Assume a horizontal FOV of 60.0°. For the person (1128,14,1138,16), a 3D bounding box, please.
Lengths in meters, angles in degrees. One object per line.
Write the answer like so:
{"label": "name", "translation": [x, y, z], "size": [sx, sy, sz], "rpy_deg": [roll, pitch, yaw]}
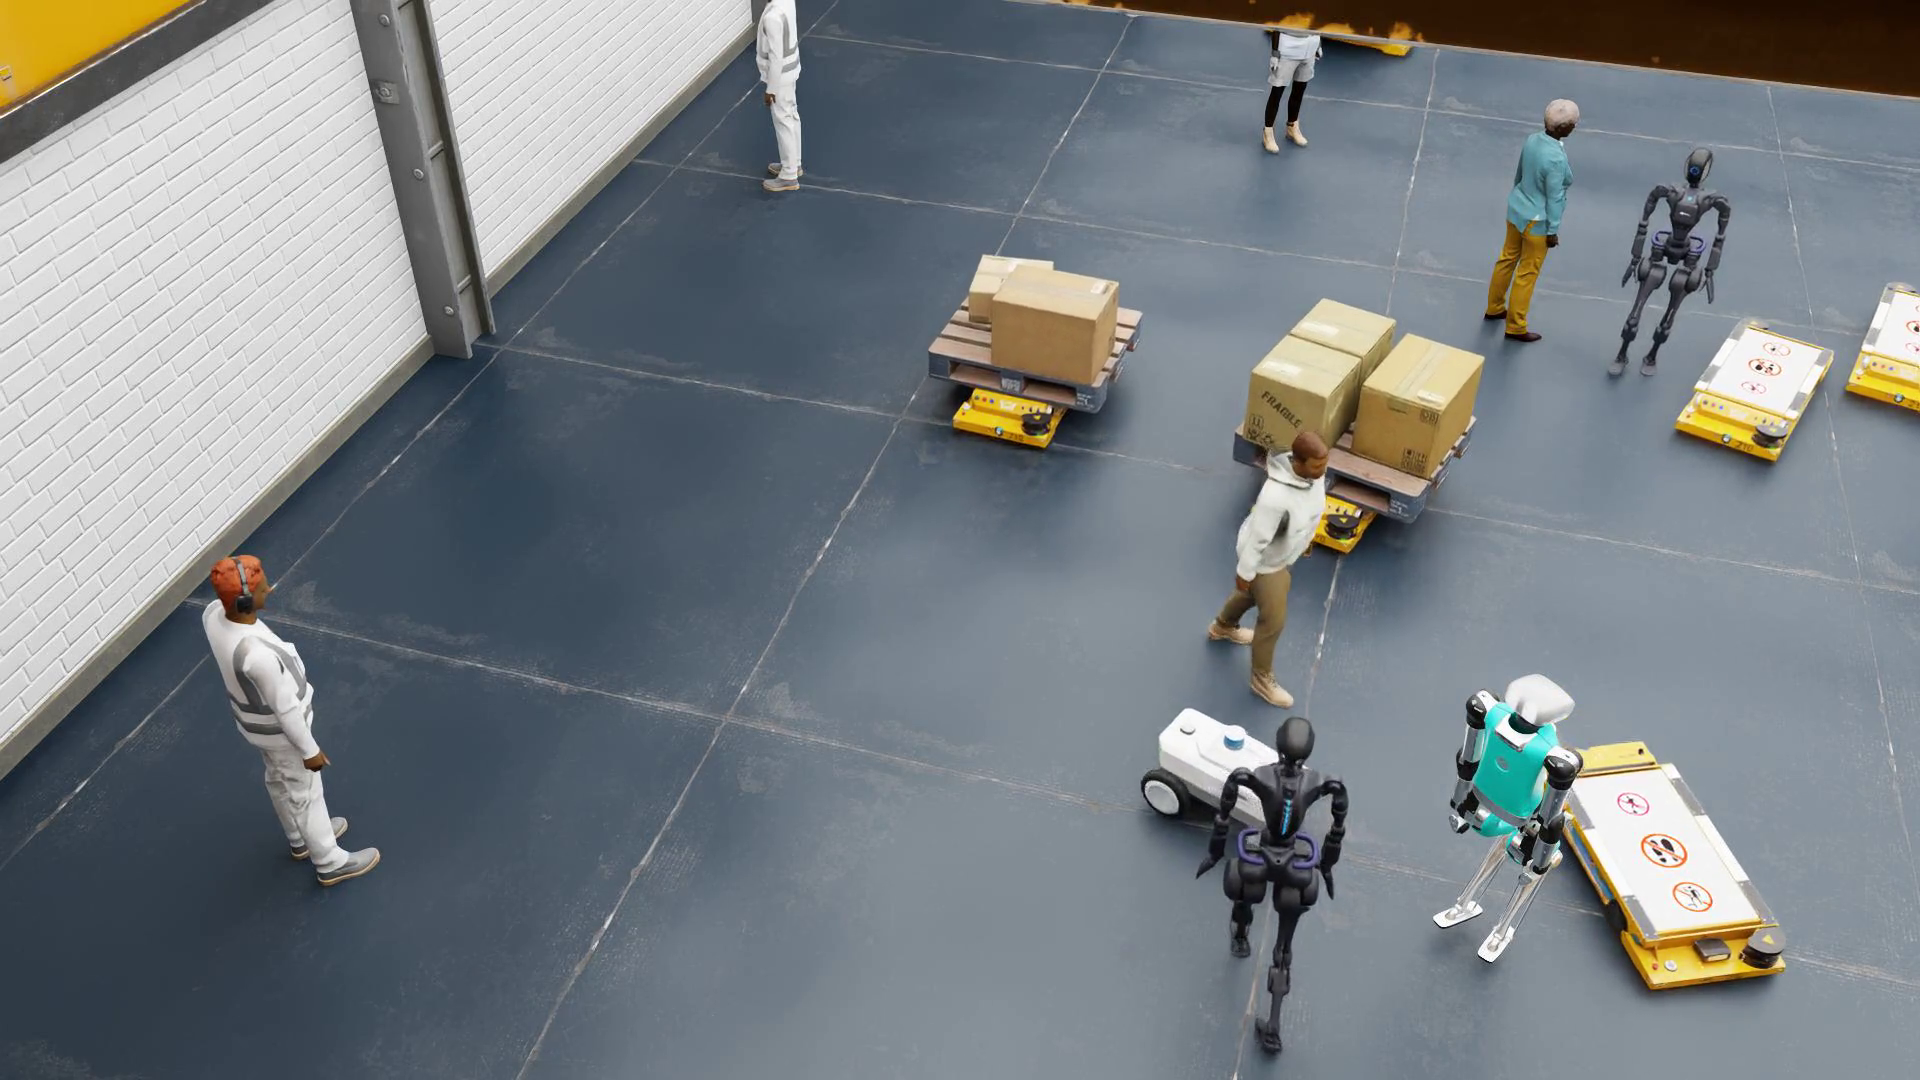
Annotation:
{"label": "person", "translation": [1.988, -6.084, 16.444], "size": [0.851, 1.684, 0.505], "rpy_deg": [-25, 45, -28]}

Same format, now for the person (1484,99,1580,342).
{"label": "person", "translation": [4.007, -2.227, 11.591], "size": [0.343, 1.752, 0.525], "rpy_deg": [-8, 40, -10]}

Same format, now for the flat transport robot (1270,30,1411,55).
{"label": "flat transport robot", "translation": [3.760, -5.075, 16.317], "size": [1.431, 0.231, 0.659], "rpy_deg": [18, 42, 21]}

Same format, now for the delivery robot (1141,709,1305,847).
{"label": "delivery robot", "translation": [1.342, 1.166, 8.315], "size": [0.774, 0.581, 0.499], "rpy_deg": [26, 46, 29]}

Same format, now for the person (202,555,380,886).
{"label": "person", "translation": [-3.127, 0.840, 7.669], "size": [0.354, 1.887, 0.572], "rpy_deg": [-31, 48, -33]}

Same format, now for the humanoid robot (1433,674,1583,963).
{"label": "humanoid robot", "translation": [2.495, 1.160, 7.283], "size": [0.735, 1.677, 0.533], "rpy_deg": [-25, 45, -28]}

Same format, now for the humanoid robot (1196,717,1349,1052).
{"label": "humanoid robot", "translation": [1.333, 1.429, 7.149], "size": [0.602, 1.628, 0.795], "rpy_deg": [5, 39, 6]}

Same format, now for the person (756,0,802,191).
{"label": "person", "translation": [-1.462, -3.730, 13.357], "size": [0.356, 1.882, 0.574], "rpy_deg": [4, 39, 5]}

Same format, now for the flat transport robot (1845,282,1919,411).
{"label": "flat transport robot", "translation": [6.726, -1.354, 11.689], "size": [0.659, 0.231, 1.431], "rpy_deg": [22, 44, 25]}

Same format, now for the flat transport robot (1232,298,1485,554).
{"label": "flat transport robot", "translation": [2.464, -0.459, 10.575], "size": [0.659, 0.231, 1.431], "rpy_deg": [23, 44, 26]}

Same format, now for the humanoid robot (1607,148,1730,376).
{"label": "humanoid robot", "translation": [4.780, -1.814, 11.137], "size": [0.594, 1.653, 0.431], "rpy_deg": [18, 42, 21]}

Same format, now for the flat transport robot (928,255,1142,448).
{"label": "flat transport robot", "translation": [0.512, -1.149, 11.433], "size": [0.659, 0.231, 1.431], "rpy_deg": [14, 41, 17]}

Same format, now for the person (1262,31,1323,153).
{"label": "person", "translation": [2.822, -4.097, 13.957], "size": [0.540, 1.698, 0.316], "rpy_deg": [-17, 42, -20]}

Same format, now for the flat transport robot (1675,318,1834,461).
{"label": "flat transport robot", "translation": [5.425, -1.045, 11.304], "size": [0.659, 0.231, 1.431], "rpy_deg": [24, 45, 27]}

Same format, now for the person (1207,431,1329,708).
{"label": "person", "translation": [1.593, 0.066, 8.760], "size": [0.665, 1.728, 0.539], "rpy_deg": [25, 45, 27]}

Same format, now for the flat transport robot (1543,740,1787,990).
{"label": "flat transport robot", "translation": [3.357, 1.524, 8.109], "size": [0.659, 0.231, 1.431], "rpy_deg": [-5, 39, -7]}
